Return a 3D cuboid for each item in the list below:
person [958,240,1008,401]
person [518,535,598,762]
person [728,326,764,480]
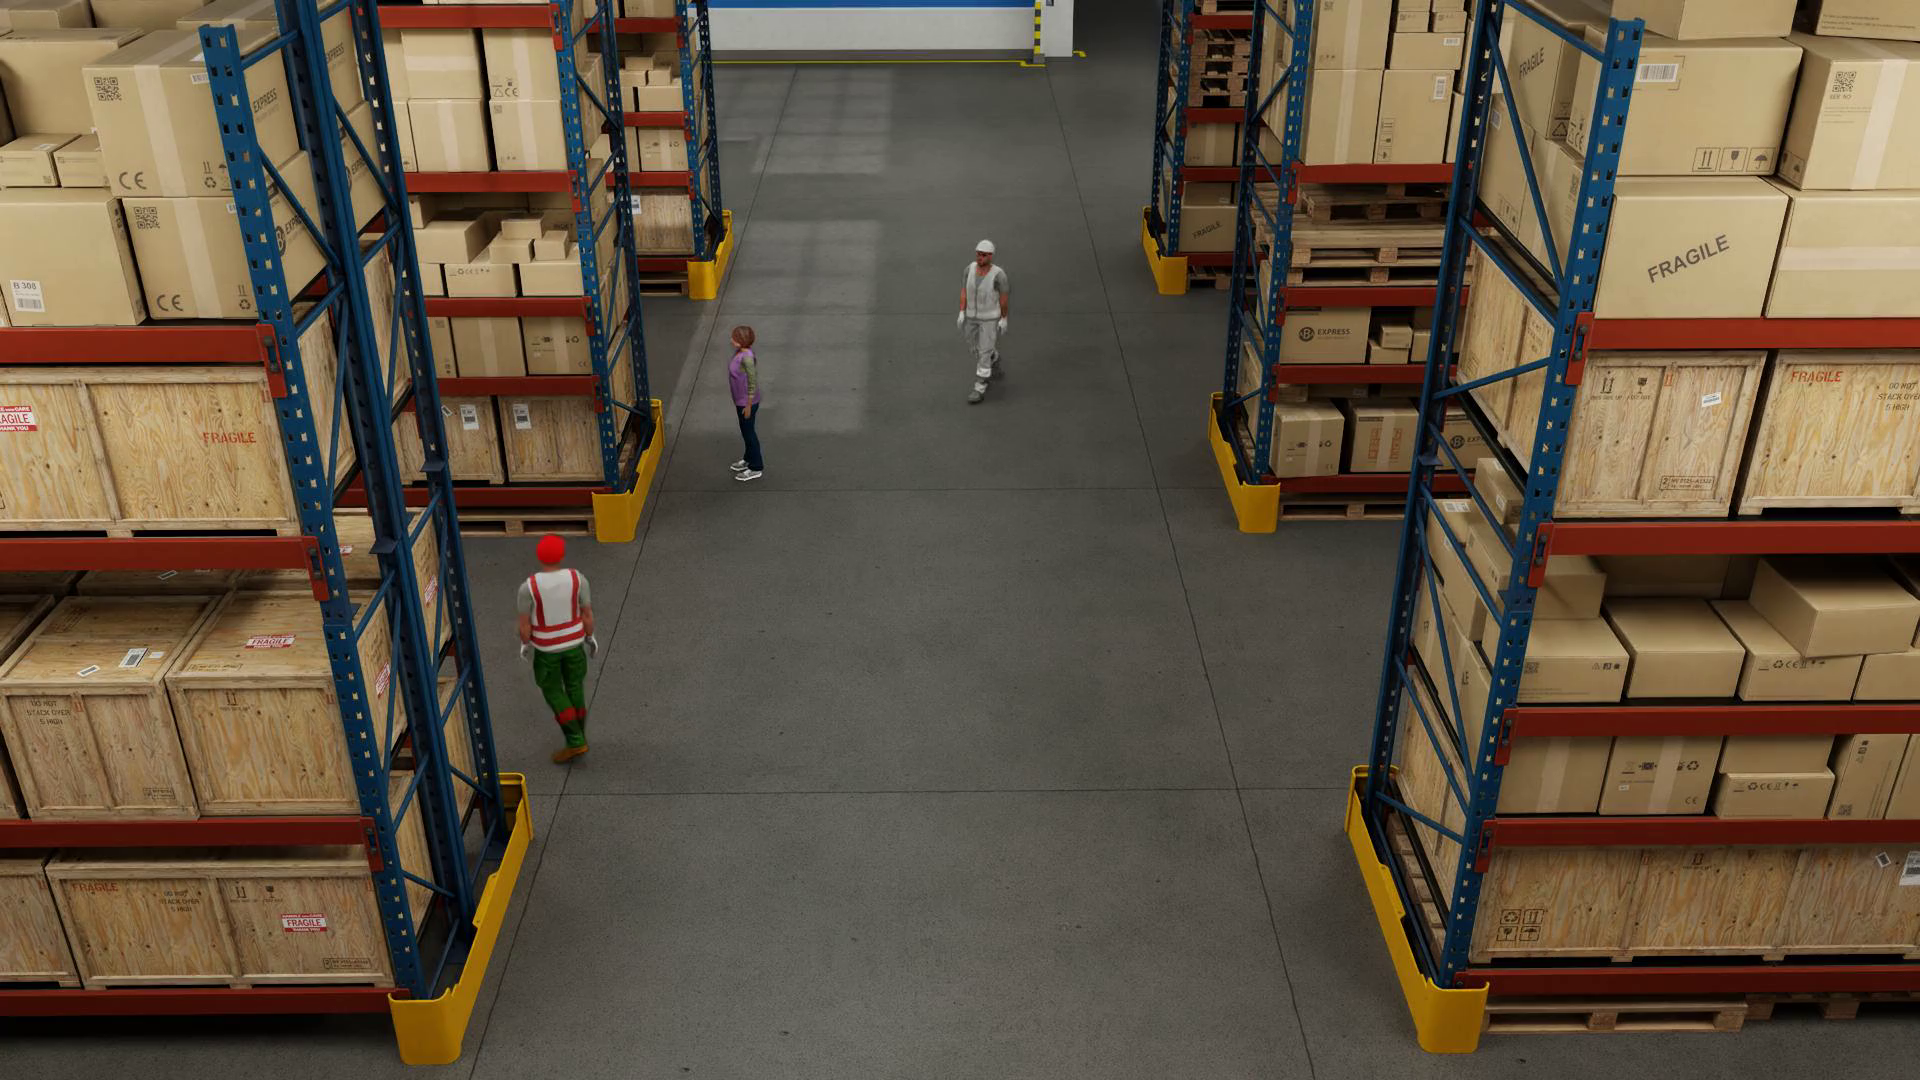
[{"bbox_3d":[0.277,-2.489,18.517,0.523,1.781,0.889,17,33,29],"label":"person"},{"bbox_3d":[-2.968,0.800,12.377,0.557,1.792,0.522,-14,31,-25],"label":"person"},{"bbox_3d":[-2.162,-1.390,16.665,0.333,1.602,0.408,-7,29,-13],"label":"person"}]
